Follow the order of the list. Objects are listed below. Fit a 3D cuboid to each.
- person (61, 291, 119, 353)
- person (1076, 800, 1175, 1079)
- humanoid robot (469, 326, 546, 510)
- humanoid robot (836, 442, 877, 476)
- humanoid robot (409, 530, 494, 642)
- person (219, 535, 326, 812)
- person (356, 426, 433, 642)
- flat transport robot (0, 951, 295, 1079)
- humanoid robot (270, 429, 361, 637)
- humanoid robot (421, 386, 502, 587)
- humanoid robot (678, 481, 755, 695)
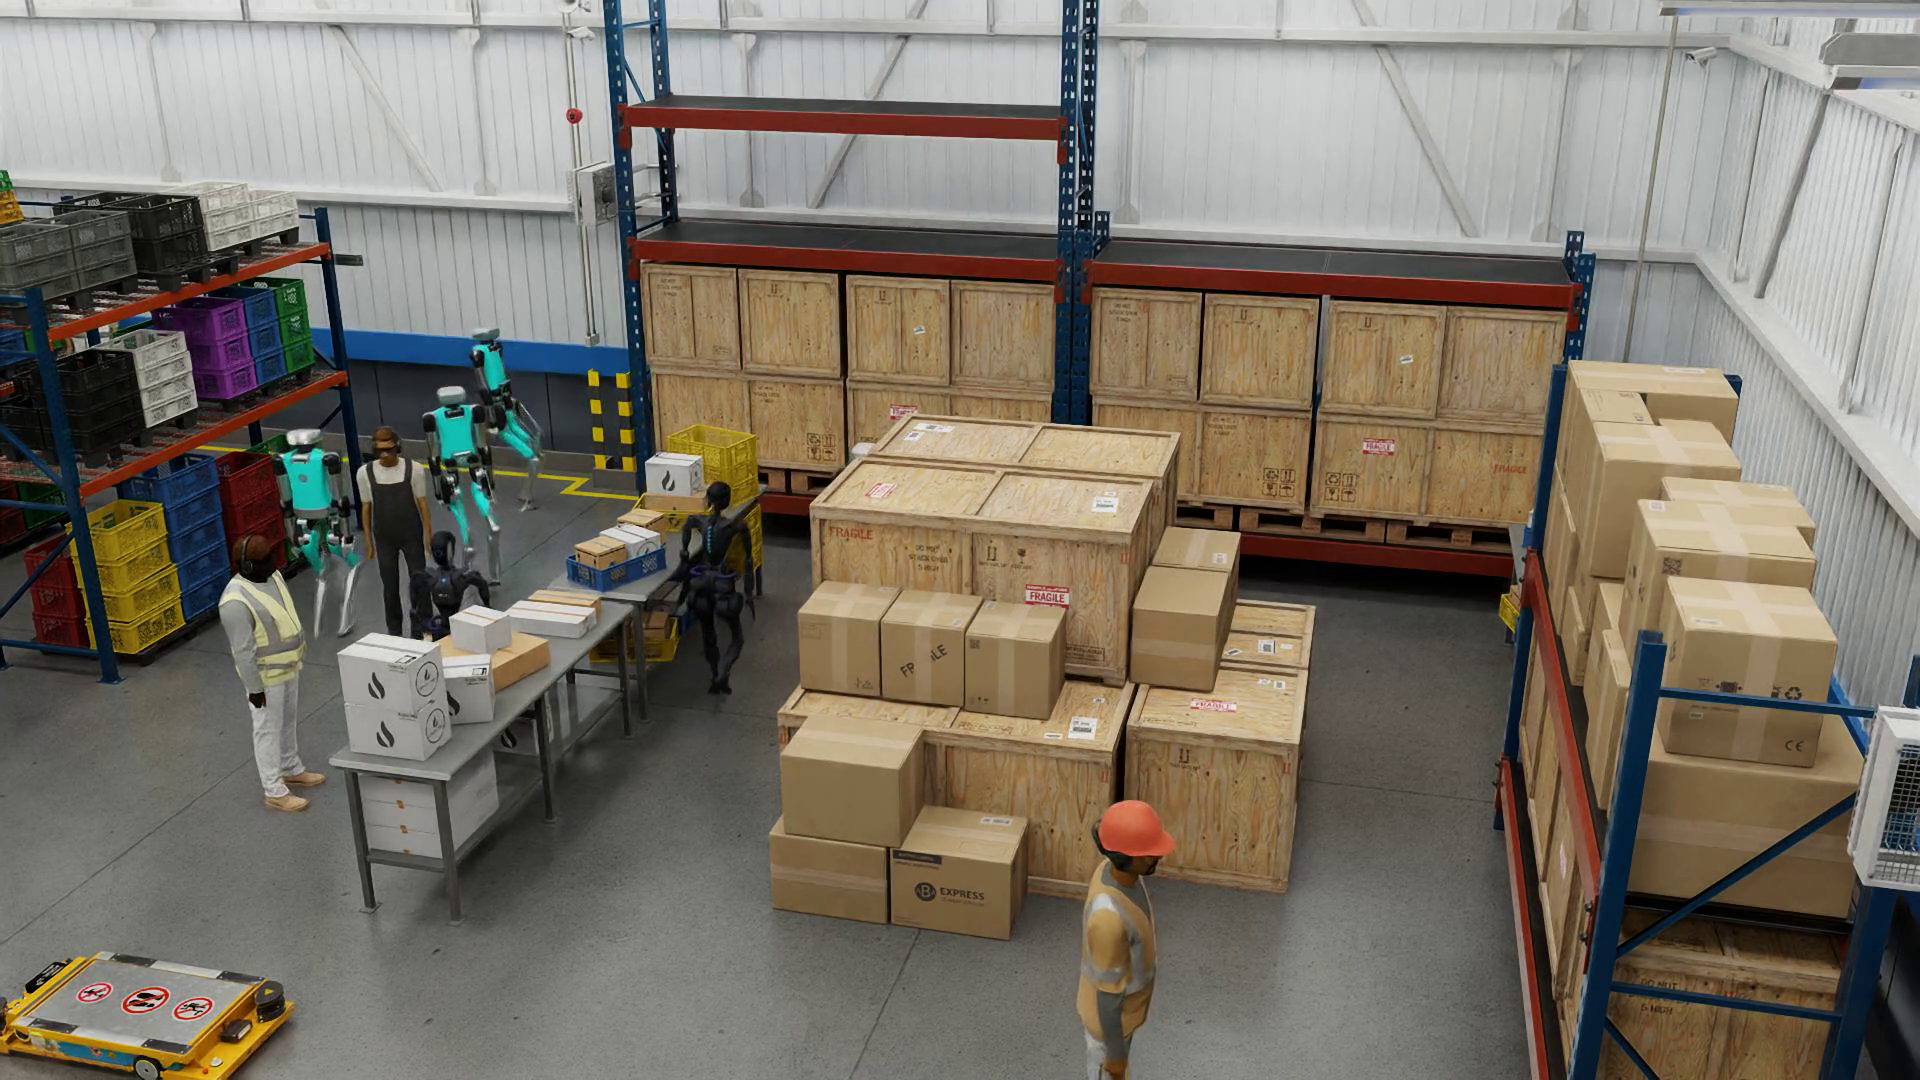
[{"bbox_3d":[-9.370,-1.992,18.069,0.562,1.836,0.387,-3,21,-9],"label":"person"},{"bbox_3d":[0.702,2.037,7.233,0.380,2.045,0.604,4,21,10],"label":"person"},{"bbox_3d":[-4.244,-1.165,16.059,0.808,1.795,0.543,3,21,7],"label":"humanoid robot"},{"bbox_3d":[-0.731,0.238,12.426,0.551,1.808,0.906,5,21,13],"label":"humanoid robot"},{"bbox_3d":[-3.396,0.698,11.259,0.602,1.636,0.431,-1,21,-3],"label":"humanoid robot"},{"bbox_3d":[-4.403,0.834,10.659,0.429,1.842,0.632,0,21,1],"label":"person"},{"bbox_3d":[-4.345,-0.011,12.882,0.505,1.837,0.340,-5,22,-14],"label":"person"},{"bbox_3d":[-4.270,2.464,8.601,1.431,0.231,0.659,5,22,13],"label":"flat transport robot"},{"bbox_3d":[-5.013,-0.065,13.186,0.539,1.821,0.662,0,21,0],"label":"humanoid robot"},{"bbox_3d":[-4.119,-0.367,14.044,0.538,1.779,1.033,-13,24,-30],"label":"humanoid robot"},{"bbox_3d":[-1.802,0.385,12.080,0.610,1.644,0.467,5,21,12],"label":"humanoid robot"}]
